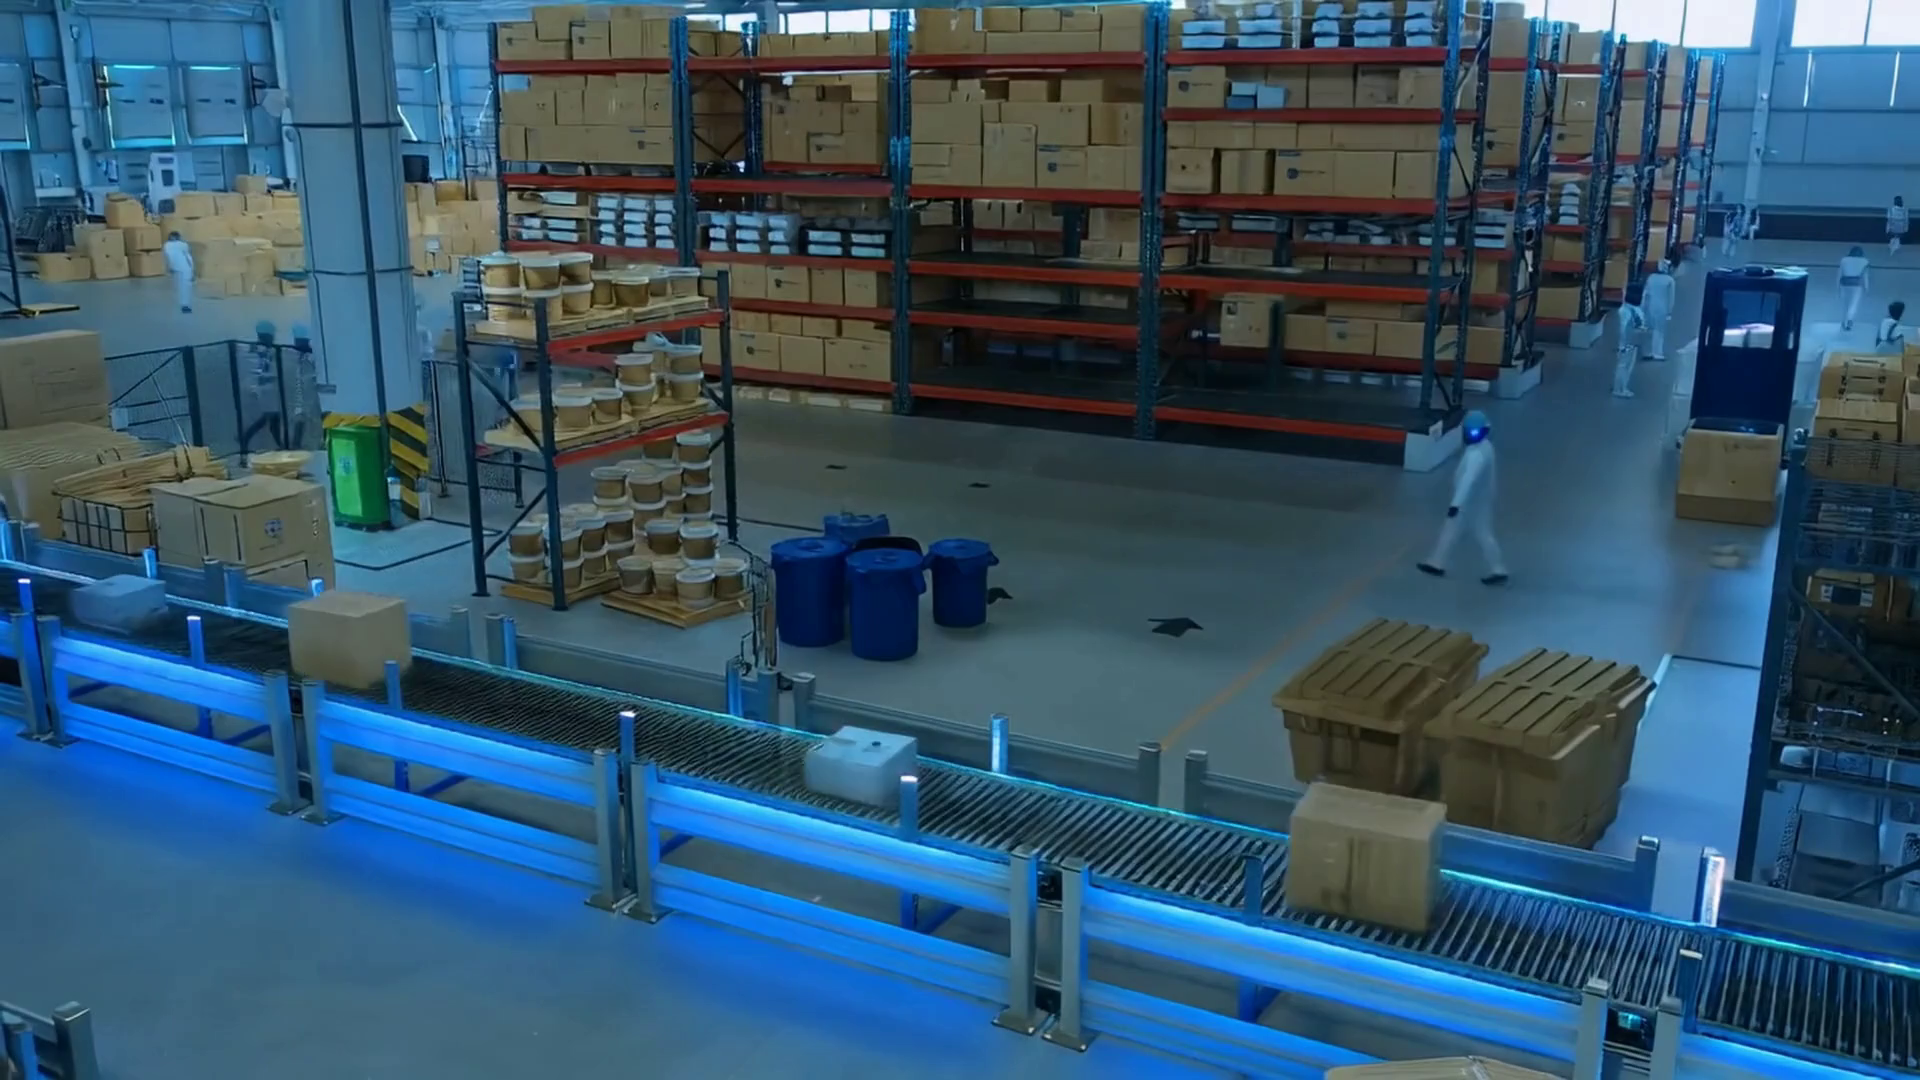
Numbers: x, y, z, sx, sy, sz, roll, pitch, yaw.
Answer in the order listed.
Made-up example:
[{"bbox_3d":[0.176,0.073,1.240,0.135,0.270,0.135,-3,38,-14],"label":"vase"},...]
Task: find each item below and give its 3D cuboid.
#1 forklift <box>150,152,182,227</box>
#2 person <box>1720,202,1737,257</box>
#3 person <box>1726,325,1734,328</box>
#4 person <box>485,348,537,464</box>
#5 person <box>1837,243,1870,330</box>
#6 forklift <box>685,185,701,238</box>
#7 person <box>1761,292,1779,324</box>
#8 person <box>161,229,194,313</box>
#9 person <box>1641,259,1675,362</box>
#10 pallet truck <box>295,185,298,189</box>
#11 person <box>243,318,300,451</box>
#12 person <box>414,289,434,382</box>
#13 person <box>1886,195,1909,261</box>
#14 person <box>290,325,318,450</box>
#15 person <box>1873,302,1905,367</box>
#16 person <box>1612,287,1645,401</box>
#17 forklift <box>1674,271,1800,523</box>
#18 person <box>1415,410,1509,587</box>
[{"bbox_3d":[-29.895,-13.215,62.780,1.873,2.768,1.129,8,17,28],"label":"forklift"},{"bbox_3d":[23.898,-9.648,51.636,0.318,1.695,0.539,-1,15,-2],"label":"person"},{"bbox_3d":[10.657,-2.154,23.365,0.585,1.752,0.529,4,15,14],"label":"person"},{"bbox_3d":[-6.134,-1.825,22.437,0.833,1.599,0.515,4,15,13],"label":"person"},{"bbox_3d":[18.947,-5.373,35.331,0.569,1.825,0.766,9,18,32],"label":"person"},{"bbox_3d":[-8.347,-9.536,48.948,1.873,2.768,1.129,-12,19,-38],"label":"forklift"},{"bbox_3d":[14.652,-3.910,30.184,0.286,1.635,0.497,14,20,42],"label":"person"},{"bbox_3d":[-17.915,-6.129,38.036,0.690,1.895,0.674,-1,15,-2],"label":"person"},{"bbox_3d":[13.105,-4.300,31.153,0.399,1.899,0.649,-7,16,-23],"label":"person"},{"bbox_3d":[-26.804,-14.617,69.738,1.885,1.965,0.823,-14,20,-42],"label":"pallet truck"},{"bbox_3d":[-9.593,-2.099,22.867,0.835,1.908,0.551,1,15,3],"label":"person"},{"bbox_3d":[-9.325,-3.512,28.710,0.531,1.620,0.557,10,18,33],"label":"person"},{"bbox_3d":[28.244,-9.410,50.180,0.674,1.991,0.724,1,15,4],"label":"person"},{"bbox_3d":[-8.729,-1.935,22.300,1.036,1.885,0.552,7,16,25],"label":"person"},{"bbox_3d":[14.930,-2.973,26.620,0.863,1.654,0.543,-1,15,-3],"label":"person"},{"bbox_3d":[10.918,-3.200,27.122,0.430,1.844,0.624,13,20,41],"label":"person"},{"bbox_3d":[9.269,-1.763,19.726,1.129,2.768,1.873,8,17,27],"label":"forklift"},{"bbox_3d":[5.167,-0.425,16.801,0.934,1.787,0.585,5,16,18],"label":"person"}]
